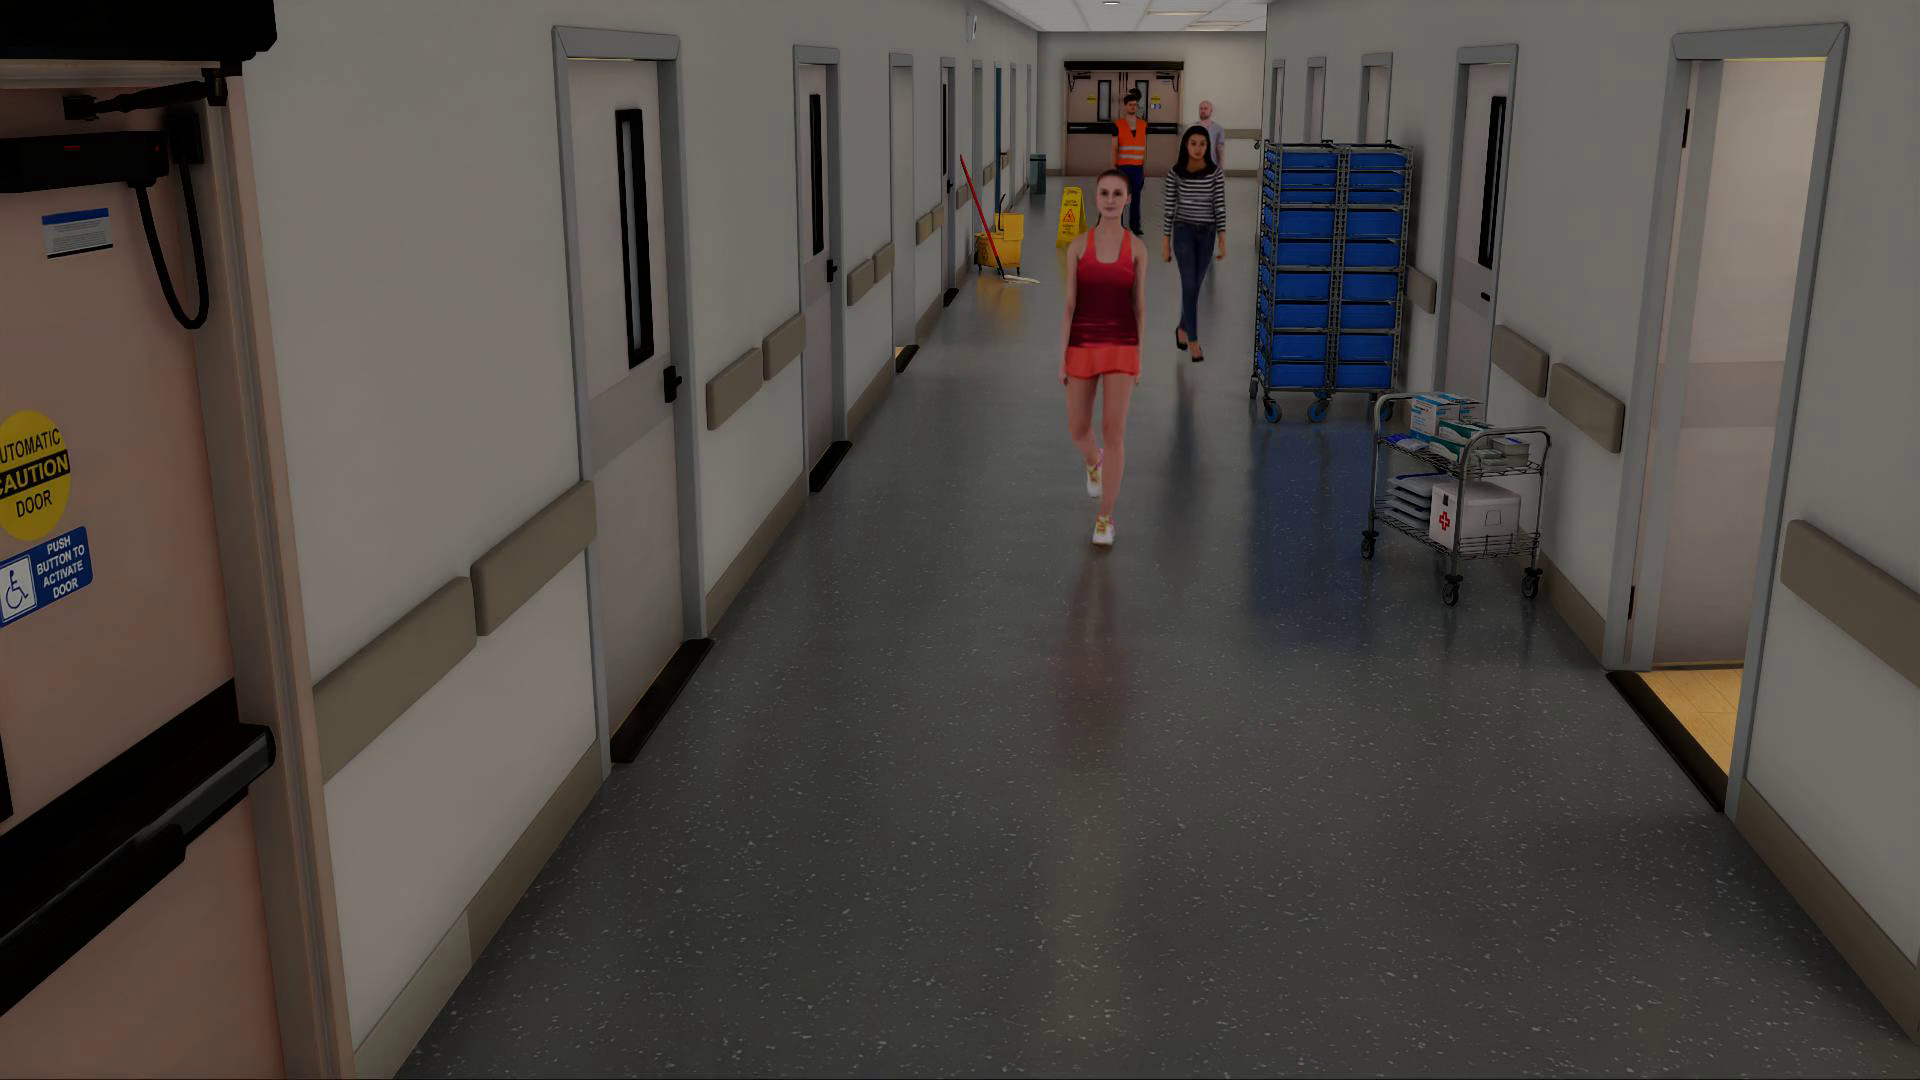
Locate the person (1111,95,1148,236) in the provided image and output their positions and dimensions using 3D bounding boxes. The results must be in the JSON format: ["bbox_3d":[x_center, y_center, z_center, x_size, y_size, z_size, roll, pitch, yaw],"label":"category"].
[{"bbox_3d":[2.258,-5.057,22.574,0.932,1.842,1.301,-3,16,-11],"label":"person"}]

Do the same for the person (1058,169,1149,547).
[{"bbox_3d":[0.686,-0.894,8.009,0.614,1.734,1.049,2,16,8],"label":"person"}]

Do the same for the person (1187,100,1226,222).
[{"bbox_3d":[3.149,-4.669,21.306,0.905,1.785,1.260,6,17,19],"label":"person"}]

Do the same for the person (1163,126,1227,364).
[{"bbox_3d":[1.769,-2.221,12.699,0.746,1.727,1.198,-2,16,-6],"label":"person"}]

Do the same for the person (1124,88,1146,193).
[{"bbox_3d":[3.119,-7.127,29.818,0.717,1.896,0.794,-15,21,-42],"label":"person"}]
